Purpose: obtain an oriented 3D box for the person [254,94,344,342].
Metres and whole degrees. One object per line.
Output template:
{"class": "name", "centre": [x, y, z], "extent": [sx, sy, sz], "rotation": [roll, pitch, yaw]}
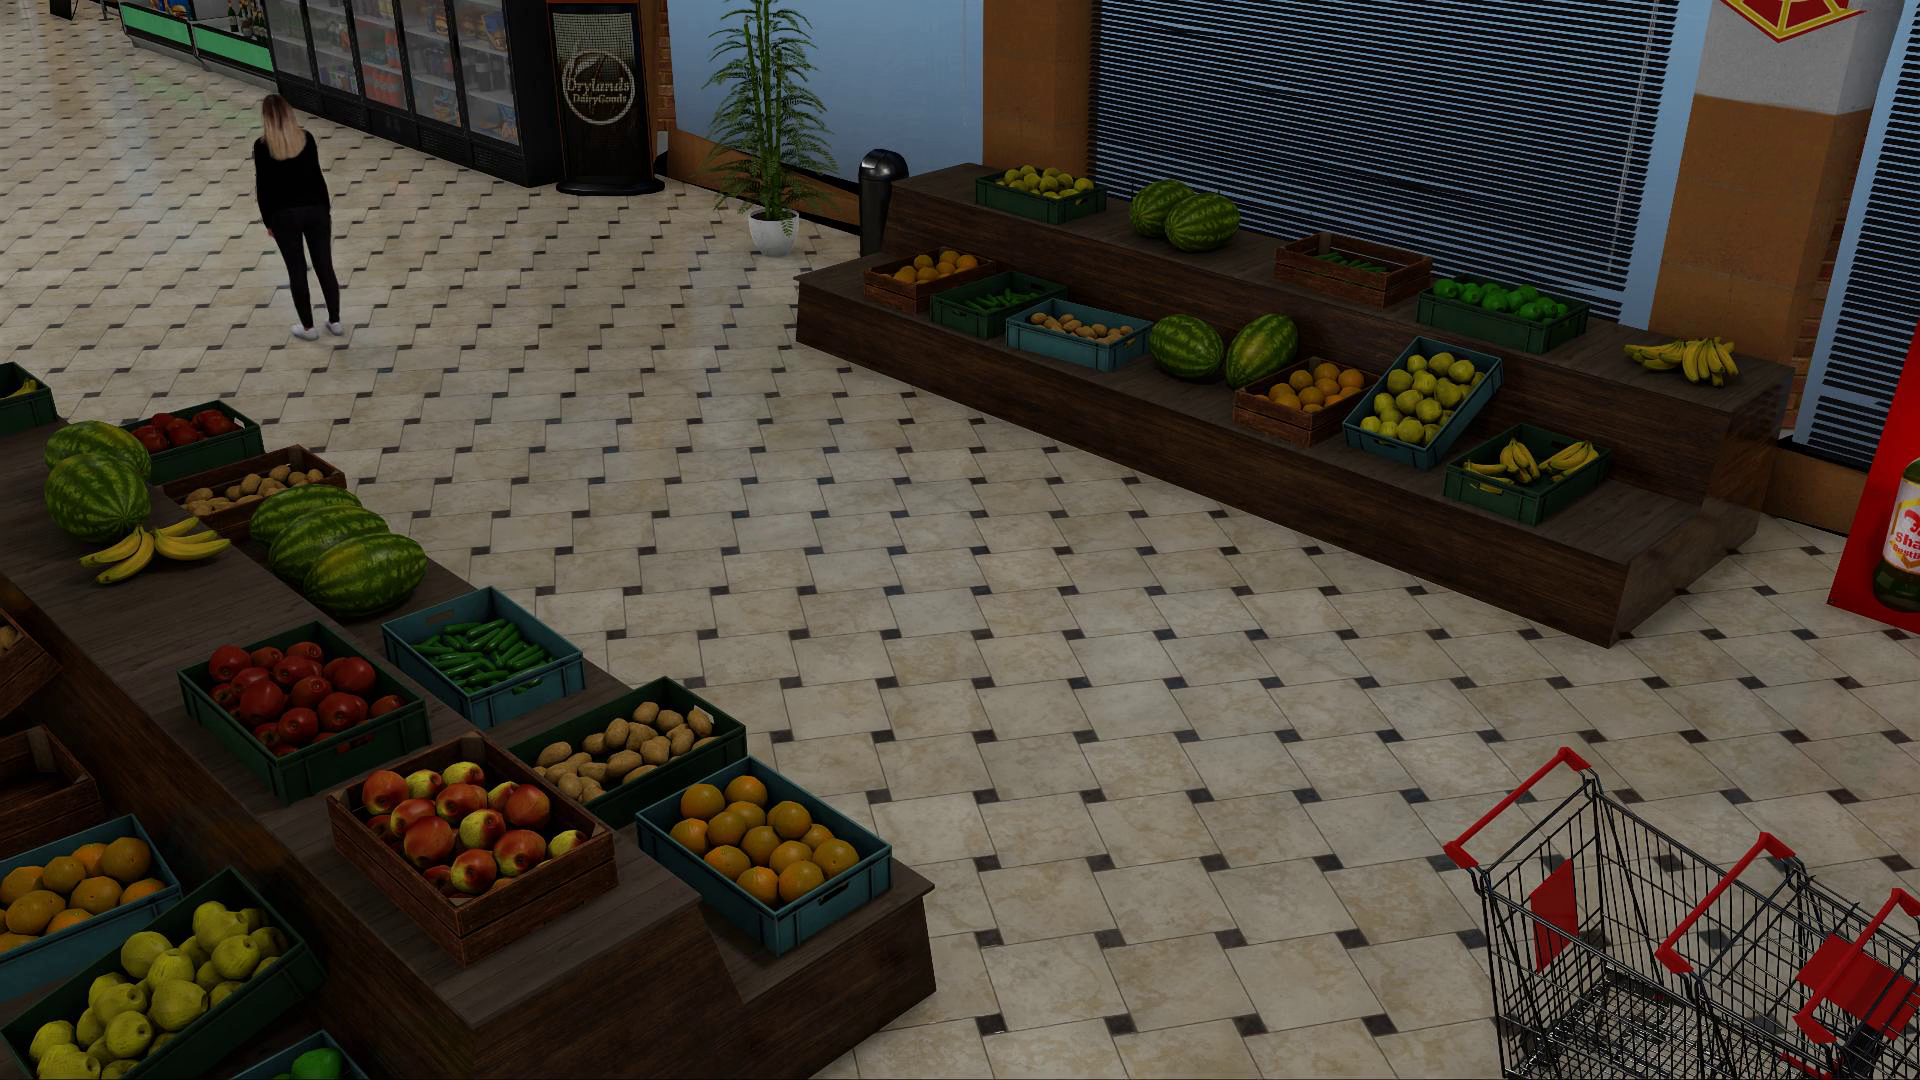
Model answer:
{"class": "person", "centre": [-4.545, -2.204, 11.429], "extent": [0.660, 1.683, 0.612], "rotation": [-16, 31, -28]}
